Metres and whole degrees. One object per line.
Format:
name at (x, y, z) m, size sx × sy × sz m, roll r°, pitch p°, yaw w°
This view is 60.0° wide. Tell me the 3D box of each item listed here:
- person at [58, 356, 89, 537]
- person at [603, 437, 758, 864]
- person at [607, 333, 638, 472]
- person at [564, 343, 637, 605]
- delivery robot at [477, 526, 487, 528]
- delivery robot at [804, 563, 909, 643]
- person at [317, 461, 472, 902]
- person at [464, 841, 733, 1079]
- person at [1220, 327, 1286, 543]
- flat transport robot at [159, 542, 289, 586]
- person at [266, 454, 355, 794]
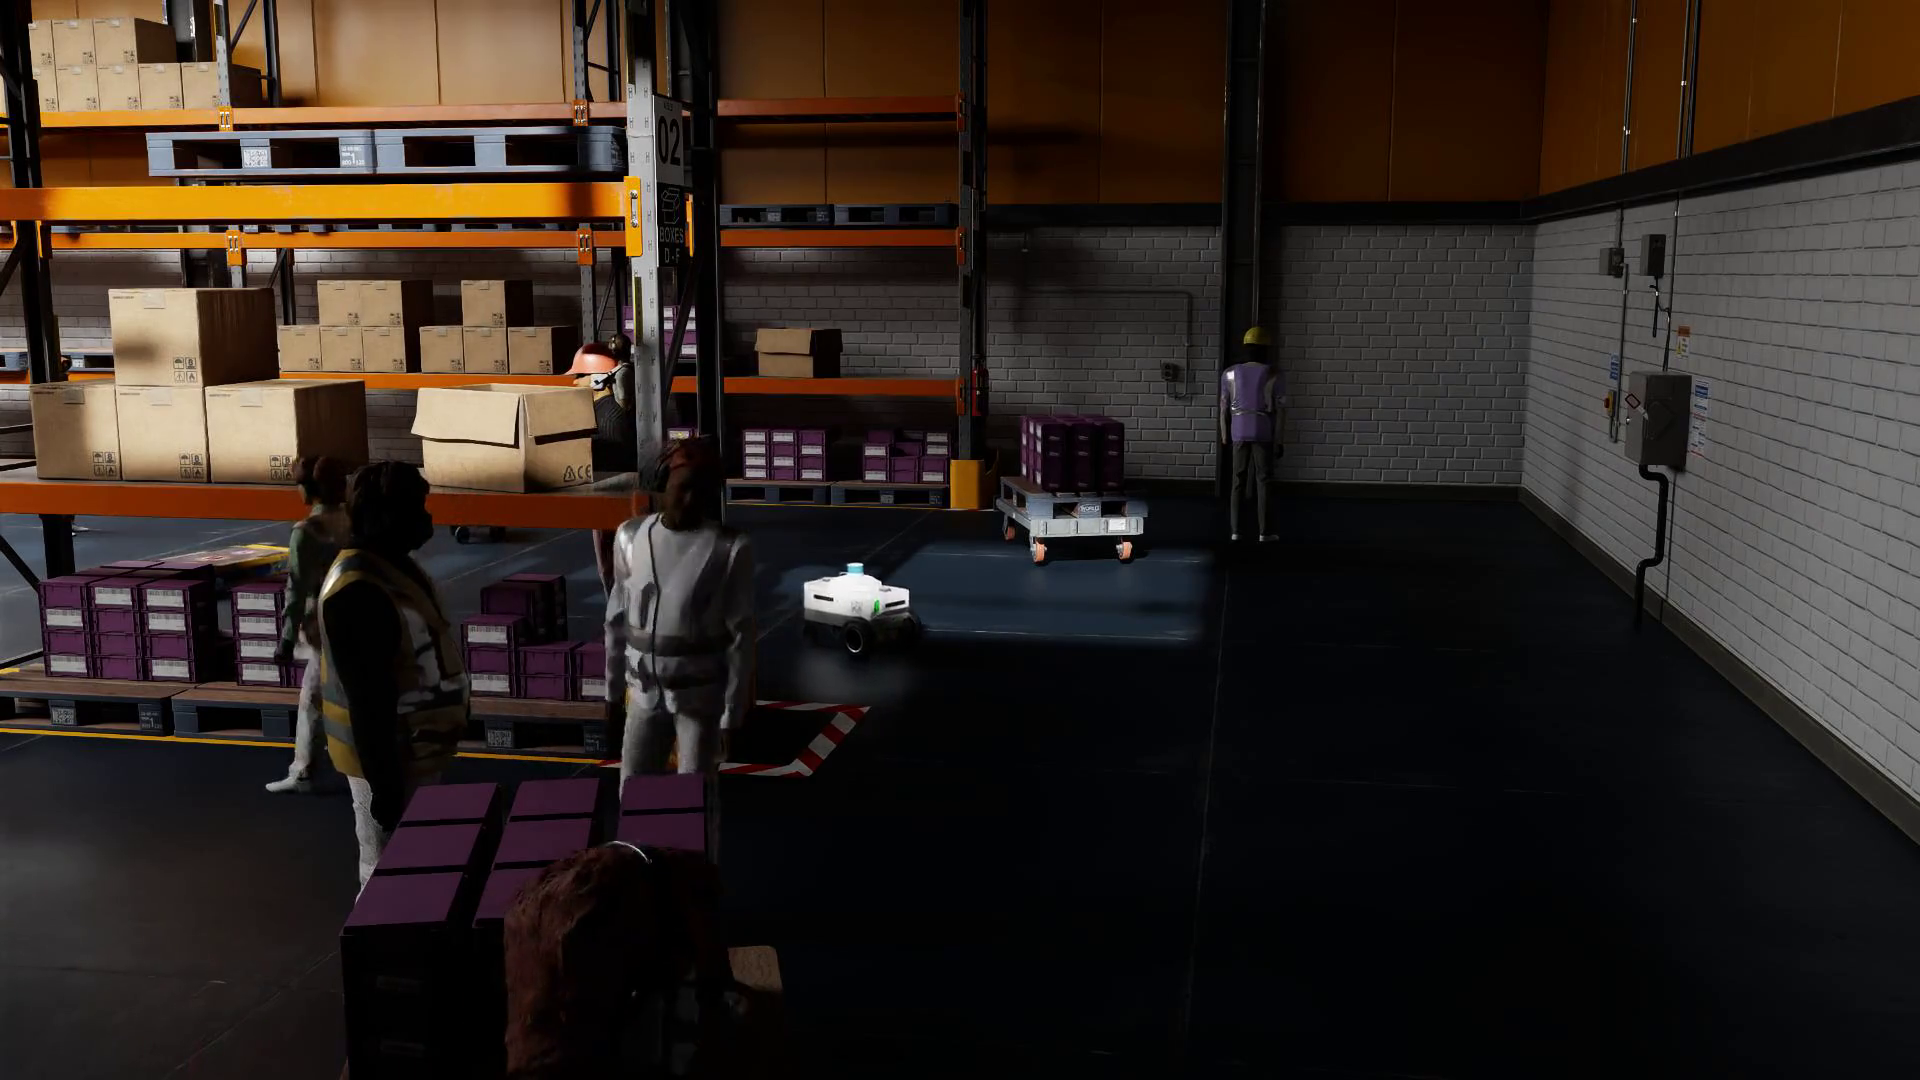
person at (-8.230, -0.855, 15.224) m, size 0.315 × 1.641 × 0.515 m, roll -1°, pitch 9°, yaw -4°
person at (-1.010, 0.557, 5.853) m, size 0.685 × 1.854 × 0.344 m, roll 4°, pitch 10°, yaw 24°
person at (-3.125, -1.012, 15.587) m, size 0.343 × 1.839 × 0.506 m, roll 1°, pitch 9°, yaw 6°
person at (-2.097, -0.157, 9.798) m, size 0.397 × 1.992 × 0.622 m, roll -3°, pitch 9°, yaw -15°
delivery robot at (-4.355, -0.331, 15.043) m, size 0.477 × 0.478 × 0.707 m, roll -3°, pitch 10°, yaw -20°
delivery robot at (-0.663, 0.390, 10.572) m, size 0.707 × 0.478 × 0.477 m, roll 8°, pitch 12°, yaw 41°
person at (-1.725, 0.670, 5.139) m, size 0.429 × 1.842 × 0.634 m, roll -2°, pitch 9°, yaw -10°
person at (-0.414, 1.233, 1.578) m, size 0.463 × 1.868 × 0.786 m, roll 0°, pitch 9°, yaw 2°
person at (2.608, -0.929, 14.809) m, size 0.589 × 1.923 × 0.383 m, roll 4°, pitch 10°, yaw 24°
flat transport robot at (-5.673, 0.221, 12.787) m, size 0.652 × 0.197 × 1.431 m, roll 4°, pitch 10°, yaw 25°
person at (-2.784, 0.407, 7.497) m, size 0.826 × 1.604 × 0.514 m, roll 1°, pitch 9°, yaw 5°
